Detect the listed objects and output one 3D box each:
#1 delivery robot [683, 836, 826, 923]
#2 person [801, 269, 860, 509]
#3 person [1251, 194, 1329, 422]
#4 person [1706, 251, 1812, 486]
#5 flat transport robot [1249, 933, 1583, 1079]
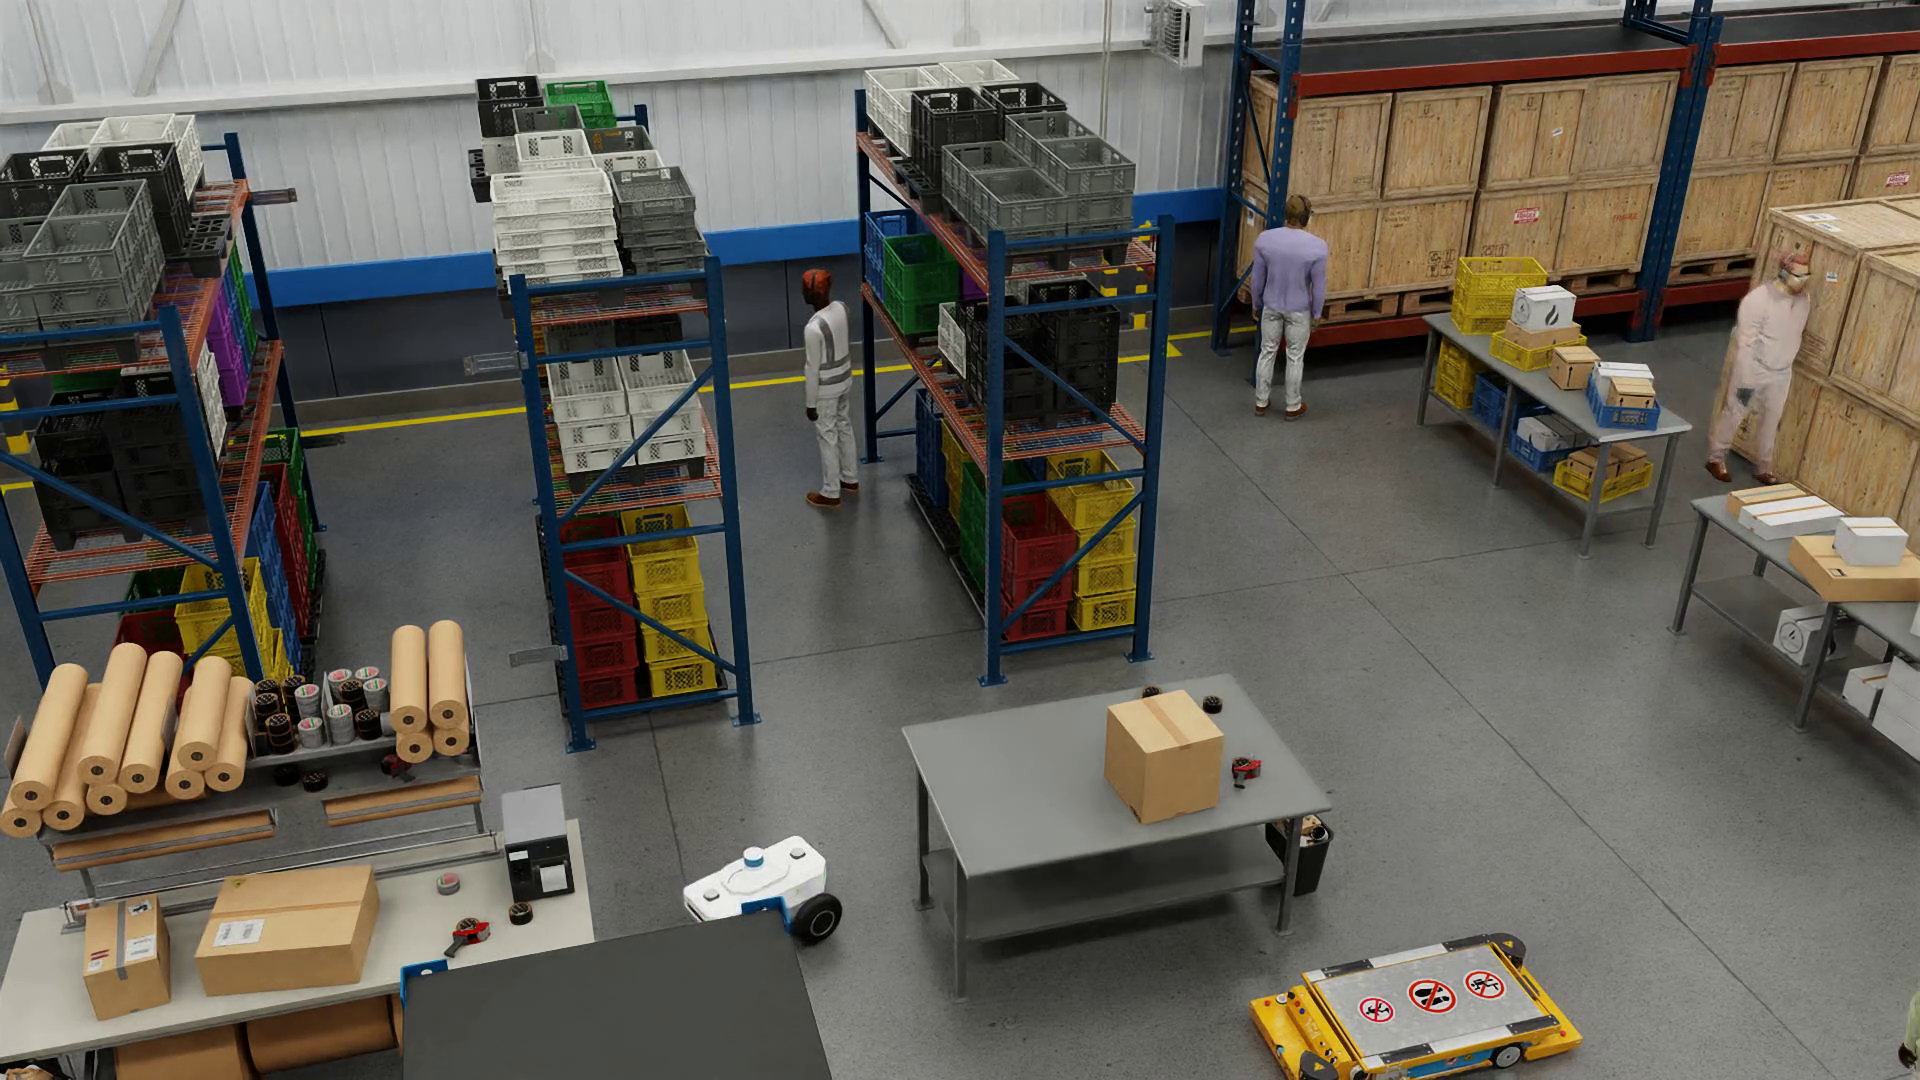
[{"bbox_3d":[-1.043,1.789,8.492,0.707,0.478,0.477,-21,35,-33],"label":"delivery robot"},{"bbox_3d":[-1.003,-1.148,12.576,0.350,1.877,0.567,12,31,21],"label":"person"},{"bbox_3d":[2.737,-1.938,13.944,0.630,1.935,0.366,14,32,24],"label":"person"},{"bbox_3d":[6.239,-1.309,12.850,0.655,1.907,0.461,-8,30,-15],"label":"person"},{"bbox_3d":[2.184,2.282,7.980,1.431,0.197,0.652,-8,30,-14],"label":"flat transport robot"}]
